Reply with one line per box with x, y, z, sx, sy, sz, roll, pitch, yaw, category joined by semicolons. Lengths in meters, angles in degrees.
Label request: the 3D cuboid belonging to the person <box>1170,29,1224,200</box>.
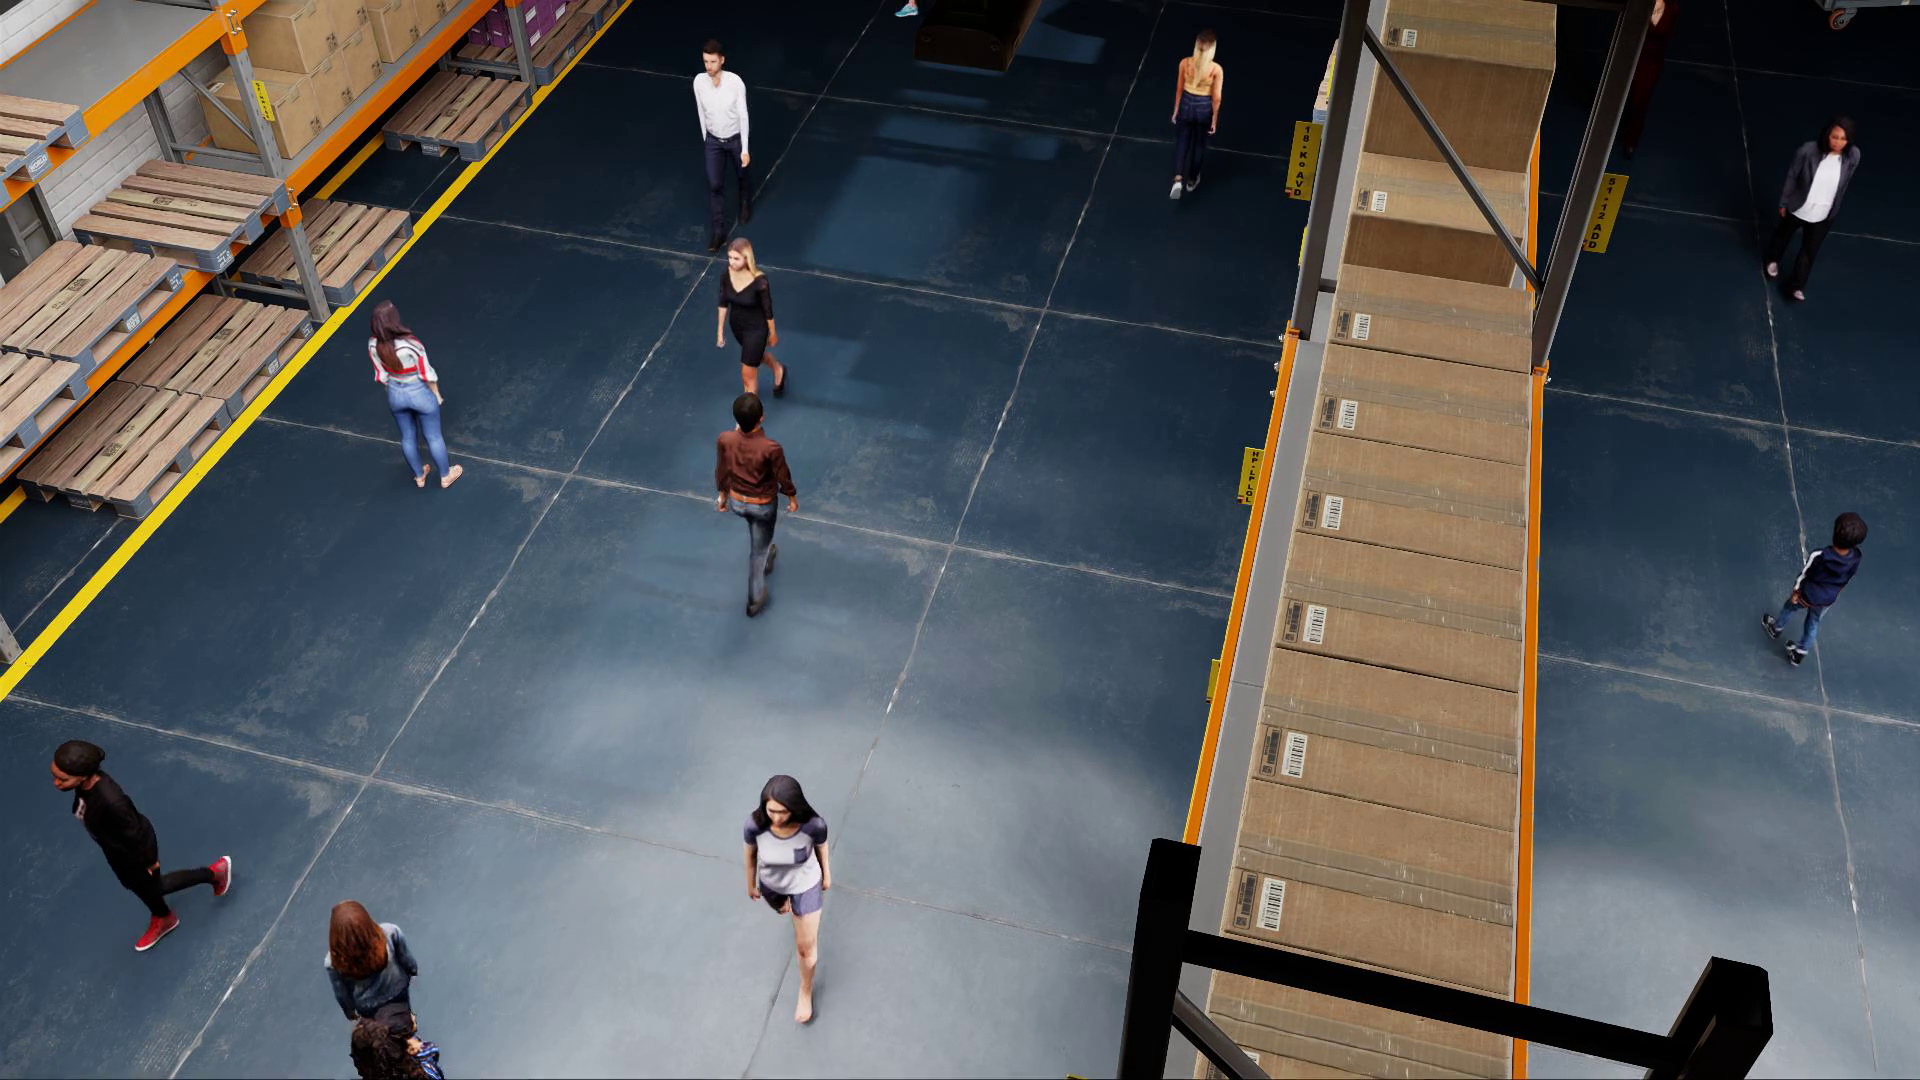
2.081;-3.758;14.860;0.634;1.611;0.922;15;46;15;person

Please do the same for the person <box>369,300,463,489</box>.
-3.969;-1.045;12.010;0.621;1.614;0.564;4;44;4;person

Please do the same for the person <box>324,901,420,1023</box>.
-2.964;2.352;8.551;0.805;1.466;0.859;-24;48;-23;person

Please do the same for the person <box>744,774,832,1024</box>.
-0.907;1.777;9.004;0.782;1.674;1.143;2;44;2;person

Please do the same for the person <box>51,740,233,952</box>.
-4.524;1.620;9.178;0.814;1.662;0.978;29;51;27;person

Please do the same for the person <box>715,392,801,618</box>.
-1.393;-0.177;11.001;0.692;1.748;0.886;13;45;13;person

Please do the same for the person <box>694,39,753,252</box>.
-1.994;-3.512;14.445;0.741;1.827;1.229;5;44;5;person

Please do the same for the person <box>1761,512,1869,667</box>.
5.613;0.355;10.836;0.617;1.207;0.717;1;44;1;person

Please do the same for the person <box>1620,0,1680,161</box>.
6.303;-4.514;15.584;0.803;1.707;1.183;3;44;3;person

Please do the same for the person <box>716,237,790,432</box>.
-1.540;-1.605;12.583;0.764;1.634;1.129;22;48;21;person

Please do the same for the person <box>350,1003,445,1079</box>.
-2.633;2.794;7.999;0.791;1.588;1.105;21;48;21;person

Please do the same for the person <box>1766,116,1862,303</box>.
7.105;-2.838;13.929;0.668;1.563;0.948;9;44;10;person
